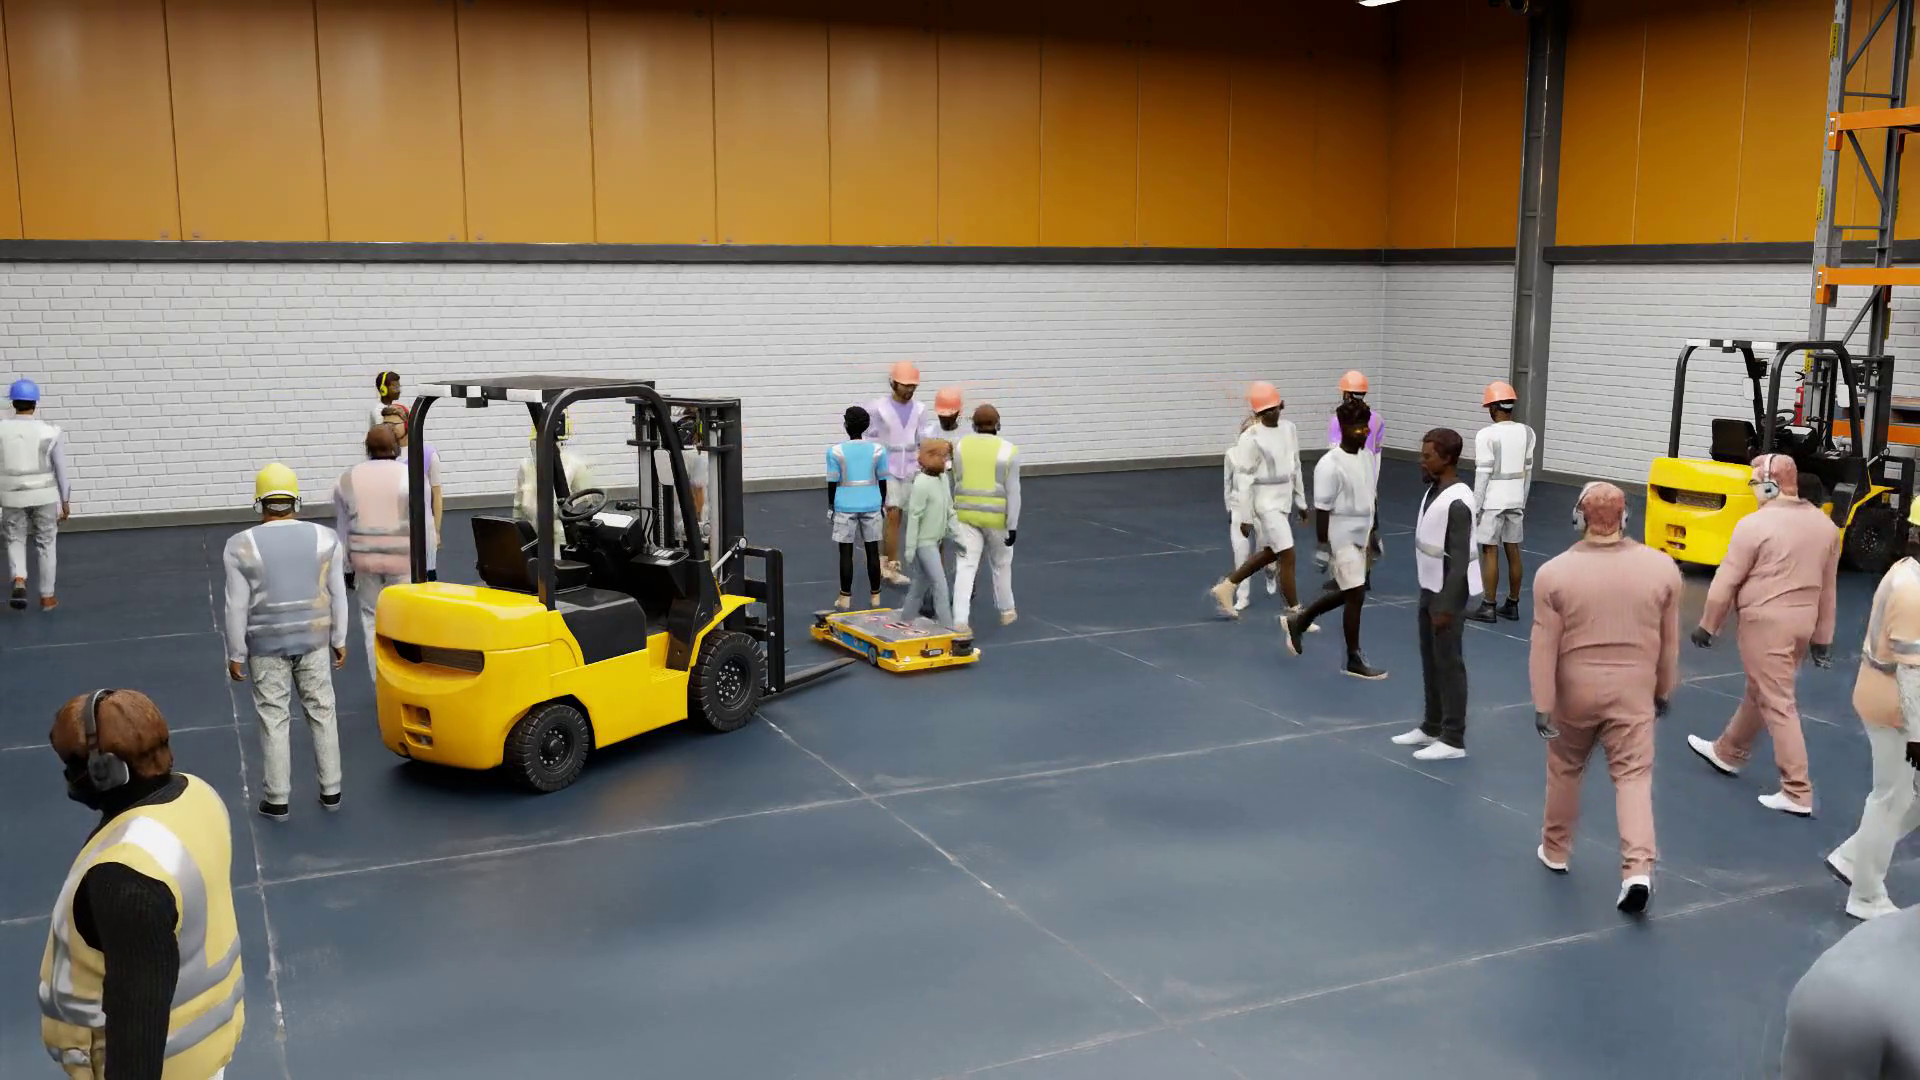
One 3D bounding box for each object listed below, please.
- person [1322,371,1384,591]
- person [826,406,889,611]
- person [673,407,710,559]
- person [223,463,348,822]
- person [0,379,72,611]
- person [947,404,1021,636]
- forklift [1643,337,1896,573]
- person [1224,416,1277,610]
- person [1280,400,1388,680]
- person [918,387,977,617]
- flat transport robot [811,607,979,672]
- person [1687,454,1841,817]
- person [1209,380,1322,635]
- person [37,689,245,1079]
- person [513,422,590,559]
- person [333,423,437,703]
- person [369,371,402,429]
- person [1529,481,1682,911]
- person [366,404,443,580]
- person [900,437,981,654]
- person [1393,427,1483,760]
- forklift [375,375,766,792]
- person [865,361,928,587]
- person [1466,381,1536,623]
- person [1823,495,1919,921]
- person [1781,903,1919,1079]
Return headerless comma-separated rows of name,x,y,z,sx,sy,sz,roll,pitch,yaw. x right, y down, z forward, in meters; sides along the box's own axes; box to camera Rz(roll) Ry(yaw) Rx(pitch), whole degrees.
person,3.419,-0.507,14.548,0.550,1.934,0.372,-4,10,-24
person,-0.850,-0.261,13.755,0.540,1.700,0.316,-3,10,-17
person,-1.892,-0.088,12.271,0.856,1.832,0.522,-8,12,-39
person,-3.444,0.518,8.515,0.601,1.830,0.403,-7,11,-36
person,-7.607,-0.349,13.593,0.630,1.927,0.507,-3,10,-19
person,0.175,-0.161,12.885,0.631,1.792,0.990,3,10,17
forklift,7.551,-0.789,15.507,2.313,2.155,1.214,-4,10,-25
person,2.469,-0.247,13.928,0.523,1.611,0.659,4,10,25
person,2.615,-0.022,11.558,0.796,1.935,0.622,8,12,40
person,-0.089,-0.334,13.683,0.578,1.878,0.987,3,10,20
flat transport robot,-0.501,0.704,12.191,0.652,0.197,1.431,-5,10,-29
person,4.235,0.464,8.832,0.628,1.844,0.989,-4,10,-25
person,2.369,-0.272,12.975,0.958,1.976,0.652,8,12,40
person,-1.943,1.249,3.976,0.429,1.837,0.621,-2,9,-12
person,-2.987,-0.063,12.285,0.598,1.789,0.928,4,10,21
person,-3.697,0.161,10.752,0.643,1.825,0.453,0,9,-3
person,-5.419,-0.682,15.910,0.484,1.845,0.572,0,9,-3
person,2.867,0.672,7.427,0.647,1.876,0.888,2,9,12
person,-4.055,-0.081,12.190,0.564,1.845,0.387,1,9,9
person,-0.132,0.056,12.085,0.771,1.597,0.510,3,10,17
person,2.781,0.306,9.576,0.377,1.915,0.594,0,9,0
forklift,-2.268,0.149,9.685,1.214,2.155,2.313,6,11,32
person,-0.507,-0.579,14.791,0.634,1.999,0.900,-6,11,-32
person,4.293,-0.298,13.282,0.543,1.928,0.372,-4,10,-23
person,4.026,0.714,7.038,0.425,1.910,0.592,7,12,38
person,1.816,1.345,3.211,0.643,1.899,0.993,-4,10,-23
